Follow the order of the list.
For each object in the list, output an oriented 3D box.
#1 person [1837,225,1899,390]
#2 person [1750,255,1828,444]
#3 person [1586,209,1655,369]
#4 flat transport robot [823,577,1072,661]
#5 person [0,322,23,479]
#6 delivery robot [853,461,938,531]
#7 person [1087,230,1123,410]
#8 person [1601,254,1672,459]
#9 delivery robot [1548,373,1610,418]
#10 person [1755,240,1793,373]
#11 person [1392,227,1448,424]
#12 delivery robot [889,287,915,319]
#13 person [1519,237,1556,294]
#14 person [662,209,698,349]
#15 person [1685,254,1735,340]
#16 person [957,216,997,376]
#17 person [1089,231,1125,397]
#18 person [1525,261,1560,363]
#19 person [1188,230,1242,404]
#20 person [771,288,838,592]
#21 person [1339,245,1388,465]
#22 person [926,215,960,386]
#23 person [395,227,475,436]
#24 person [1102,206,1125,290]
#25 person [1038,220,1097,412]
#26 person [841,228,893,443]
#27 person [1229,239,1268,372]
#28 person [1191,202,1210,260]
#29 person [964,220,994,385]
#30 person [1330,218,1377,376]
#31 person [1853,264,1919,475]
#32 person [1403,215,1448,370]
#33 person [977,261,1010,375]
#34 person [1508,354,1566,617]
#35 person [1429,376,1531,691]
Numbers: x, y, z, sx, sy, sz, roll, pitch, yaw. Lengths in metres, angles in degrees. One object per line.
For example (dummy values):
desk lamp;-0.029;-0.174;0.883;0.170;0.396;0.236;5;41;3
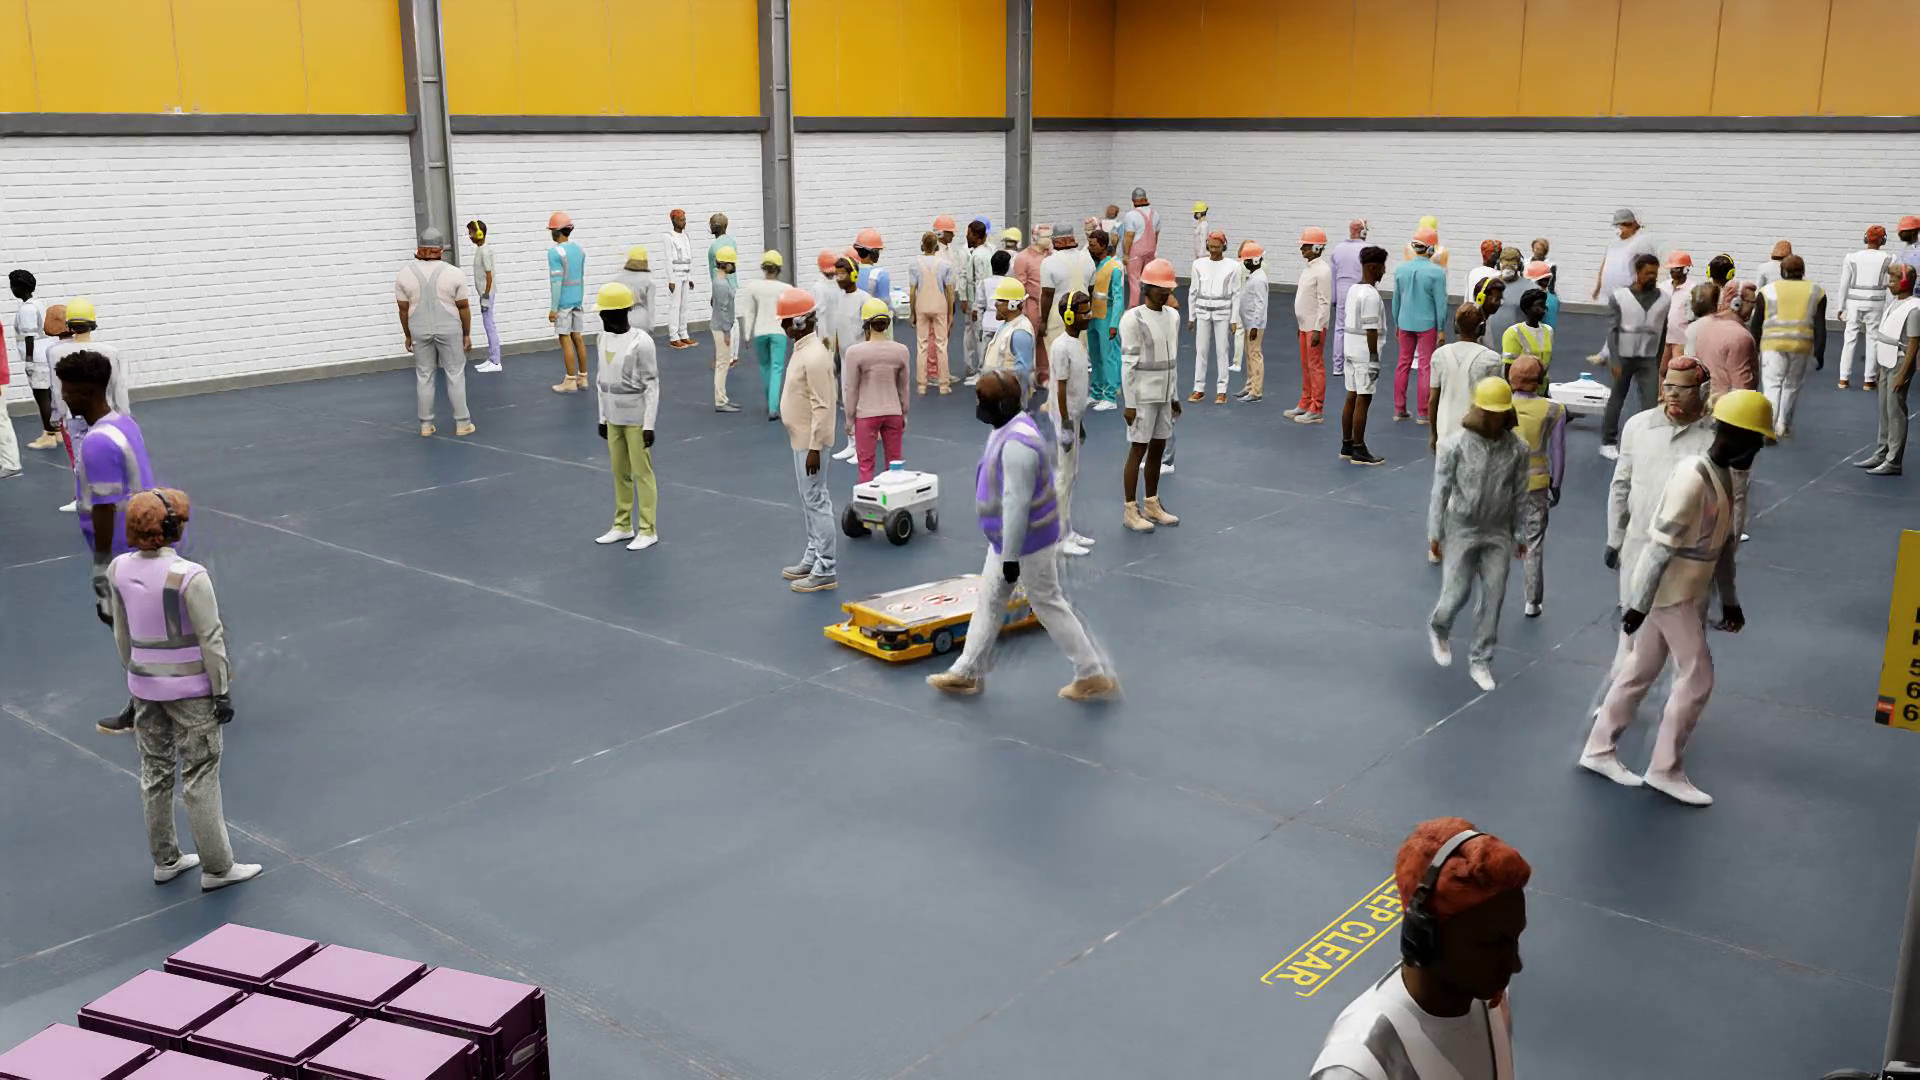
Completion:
person;10.453;-2.676;19.189;0.587;1.879;0.341;10;17;34
person;7.953;-1.826;15.993;0.665;1.796;0.938;5;15;18
person;8.268;-3.181;20.885;1.041;2.000;0.700;-5;15;-18
flat transport robot;-0.058;0.432;10.032;1.431;0.197;0.652;-12;18;-39
person;-8.439;-1.405;14.398;0.577;1.738;0.354;13;19;42
delivery robot;-0.476;-0.344;12.370;0.477;0.478;0.707;10;17;34
person;1.525;-2.356;17.839;0.372;1.916;0.597;-8;16;-28
person;6.093;-1.602;14.910;0.592;1.875;0.947;0;14;-1
delivery robot;6.282;-1.436;16.733;0.707;0.478;0.477;9;17;31
person;10.011;-2.851;20.405;0.502;1.627;0.288;9;17;32
person;4.698;-2.185;16.999;0.377;1.995;0.612;-13;19;-41
delivery robot;-0.957;-3.653;25.593;0.477;0.478;0.707;-6;15;-24
person;7.313;-3.024;21.087;0.504;1.623;0.519;-10;17;-34
person;-3.837;-3.576;22.788;0.355;1.882;0.576;5;15;19
person;6.868;-1.665;15.175;0.511;1.872;0.328;11;18;37
person;0.234;-2.968;20.259;0.618;1.933;0.420;-12;19;-41
person;1.673;-2.541;18.723;0.331;1.844;0.520;-3;14;-11
person;5.480;-1.782;15.881;0.325;1.749;0.563;11;18;37
person;2.775;-2.435;18.228;0.576;1.881;0.355;6;15;22
person;-1.012;-0.652;10.894;0.403;1.982;0.623;-3;14;-13
person;3.645;-1.665;14.976;0.368;1.966;0.603;-1;14;-6
person;-0.201;-2.800;19.484;0.405;1.986;0.606;6;15;24
person;-5.126;-2.045;16.344;0.689;2.000;0.539;-1;14;-4
person;2.740;-5.089;29.396;0.803;1.604;0.530;-13;19;-41
person;1.082;-2.378;17.678;0.680;2.000;0.536;-9;17;-32
person;-0.868;-1.961;16.003;0.605;2.045;0.378;11;18;36
person;3.548;-2.898;20.582;0.500;1.633;0.280;-2;14;-9
person;3.978;-4.711;27.580;0.339;1.761;0.524;1;14;4
person;0.242;-2.773;19.503;0.398;1.920;0.588;2;14;7
person;4.769;-2.912;20.080;0.402;1.911;0.639;-11;18;-38
person;8.167;-1.478;14.490;0.389;1.837;0.563;3;14;12
person;5.814;-3.124;20.914;0.677;1.910;0.636;-13;19;-43
person;0.428;-2.278;18.092;0.510;1.640;0.308;-4;15;-16
person;3.461;-0.328;10.305;0.523;1.636;0.309;4;14;14
person;2.801;-0.051;9.014;0.519;1.720;0.489;-1;14;-2
